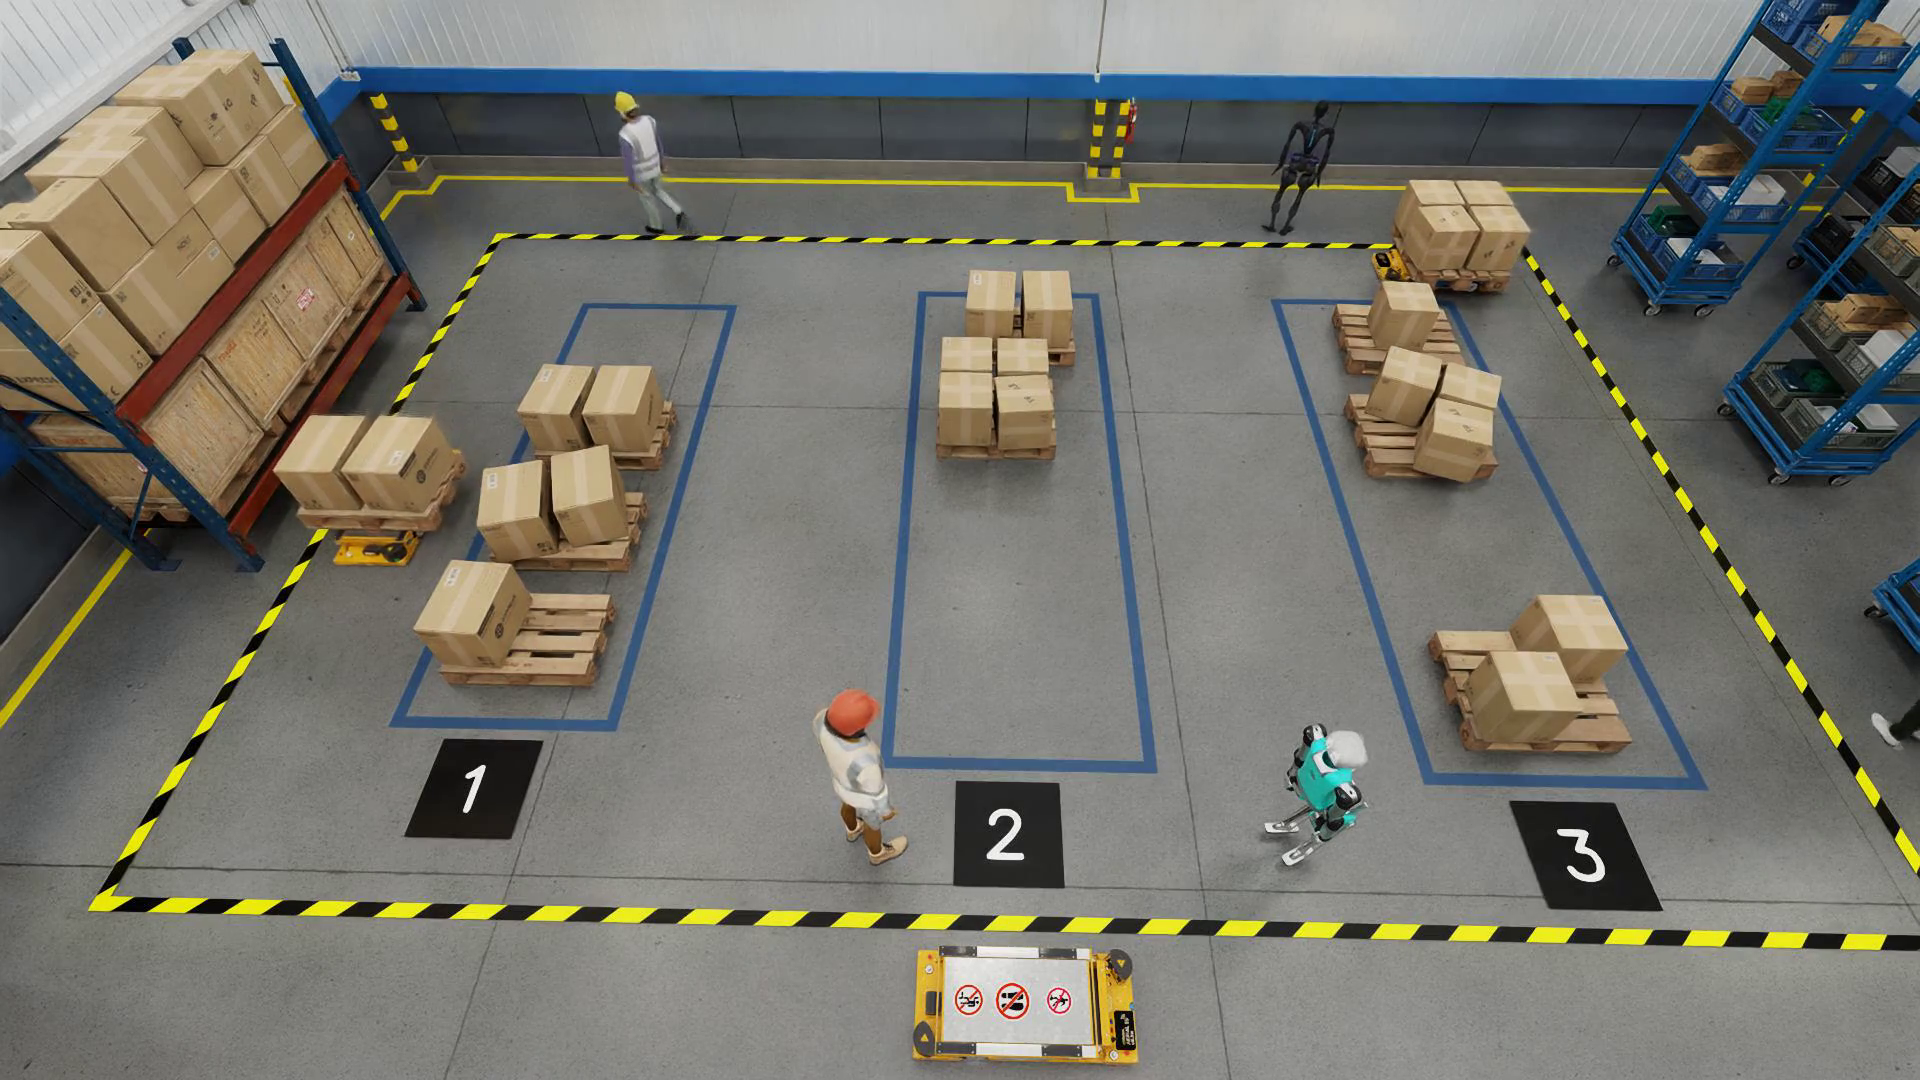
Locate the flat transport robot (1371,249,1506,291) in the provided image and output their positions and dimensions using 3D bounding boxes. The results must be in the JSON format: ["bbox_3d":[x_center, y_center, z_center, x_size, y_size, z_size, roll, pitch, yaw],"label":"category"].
[{"bbox_3d":[5.837,-3.315,11.170,1.431,0.197,0.652,1,51,1],"label":"flat transport robot"}]

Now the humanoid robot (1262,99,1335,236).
[{"bbox_3d":[4.182,-4.564,11.294,0.599,1.640,0.378,10,52,8],"label":"humanoid robot"}]

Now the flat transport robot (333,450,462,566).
[{"bbox_3d":[-5.381,-0.372,8.771,0.652,0.197,1.431,1,51,1],"label":"flat transport robot"}]

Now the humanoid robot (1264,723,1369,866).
[{"bbox_3d":[2.500,1.687,6.078,0.735,1.674,0.533,-11,52,-9],"label":"humanoid robot"}]

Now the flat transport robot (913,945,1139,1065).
[{"bbox_3d":[0.422,3.041,6.007,1.431,0.231,0.659,1,51,1],"label":"flat transport robot"}]

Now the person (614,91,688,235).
[{"bbox_3d":[-3.805,-4.529,11.184,0.512,1.811,0.589,20,54,16],"label":"person"}]

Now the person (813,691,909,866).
[{"bbox_3d":[-0.647,1.581,6.053,0.376,2.044,0.604,-35,59,-25],"label":"person"}]

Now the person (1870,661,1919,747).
[{"bbox_3d":[7.452,0.954,6.697,0.592,1.837,0.425,4,51,3],"label":"person"}]
